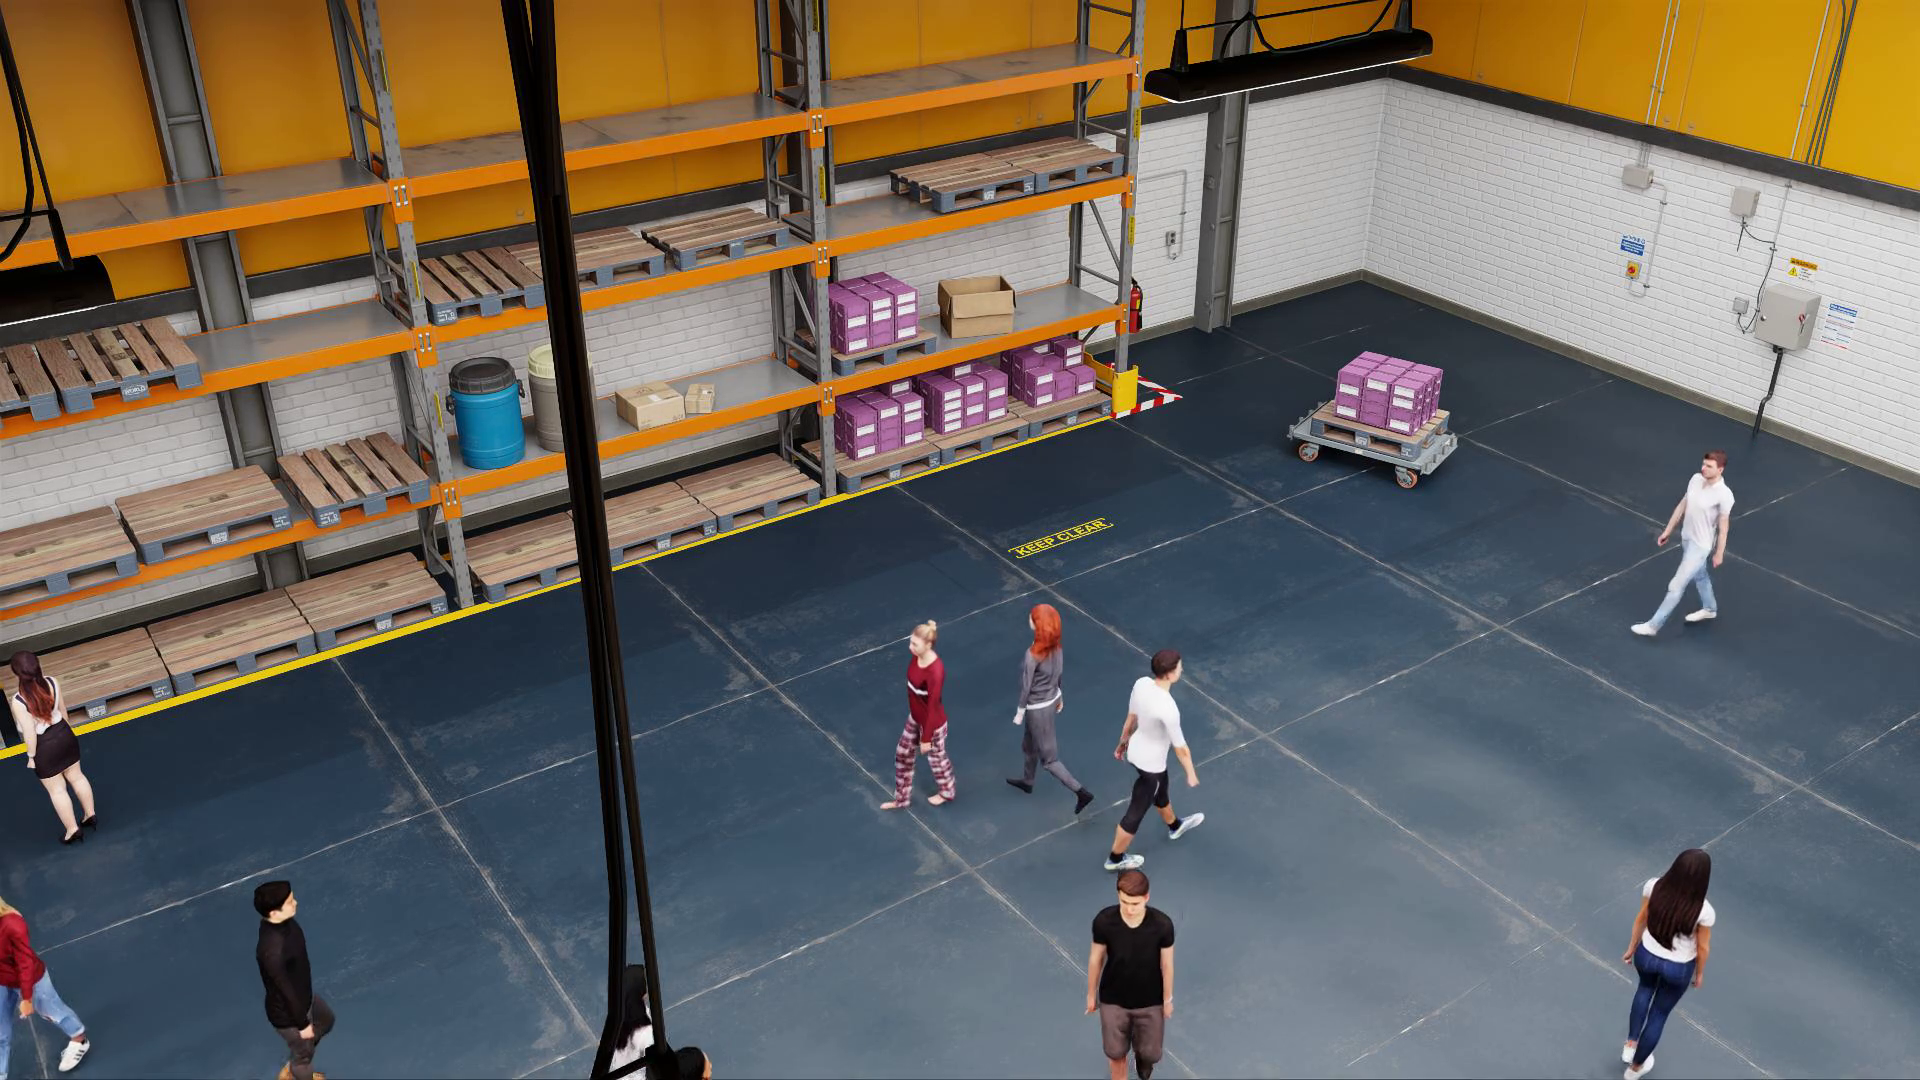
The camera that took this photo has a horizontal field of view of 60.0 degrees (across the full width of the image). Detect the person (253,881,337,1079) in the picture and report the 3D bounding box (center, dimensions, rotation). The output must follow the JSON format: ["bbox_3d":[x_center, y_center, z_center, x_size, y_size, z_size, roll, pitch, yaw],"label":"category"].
[{"bbox_3d":[-4.086,2.765,9.995,0.759,1.715,0.753,-6,29,-11],"label":"person"}]

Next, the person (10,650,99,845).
[{"bbox_3d":[-6.736,1.531,12.327,0.698,1.648,0.615,9,30,16],"label":"person"}]

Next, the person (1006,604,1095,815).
[{"bbox_3d":[0.683,1.314,12.620,0.929,1.750,1.063,16,33,27],"label":"person"}]

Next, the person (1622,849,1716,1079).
[{"bbox_3d":[4.257,2.644,10.167,0.611,1.764,0.637,-24,37,-37],"label":"person"}]

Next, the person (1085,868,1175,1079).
[{"bbox_3d":[1.049,2.682,10.010,0.981,1.847,1.040,5,29,8],"label":"person"}]

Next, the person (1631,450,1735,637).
[{"bbox_3d":[6.687,0.028,14.922,1.290,1.801,0.986,-6,29,-10],"label":"person"}]

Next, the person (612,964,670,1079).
[{"bbox_3d":[-1.887,3.115,9.405,0.984,1.666,0.628,-19,34,-31],"label":"person"}]

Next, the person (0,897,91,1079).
[{"bbox_3d":[-5.743,2.684,10.271,0.978,1.594,1.110,9,30,15],"label":"person"}]

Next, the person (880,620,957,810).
[{"bbox_3d":[-0.178,1.335,12.653,0.898,1.681,0.739,-13,31,-23],"label":"person"}]

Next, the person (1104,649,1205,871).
[{"bbox_3d":[1.283,1.611,12.007,1.201,1.814,0.902,-11,30,-19],"label":"person"}]
